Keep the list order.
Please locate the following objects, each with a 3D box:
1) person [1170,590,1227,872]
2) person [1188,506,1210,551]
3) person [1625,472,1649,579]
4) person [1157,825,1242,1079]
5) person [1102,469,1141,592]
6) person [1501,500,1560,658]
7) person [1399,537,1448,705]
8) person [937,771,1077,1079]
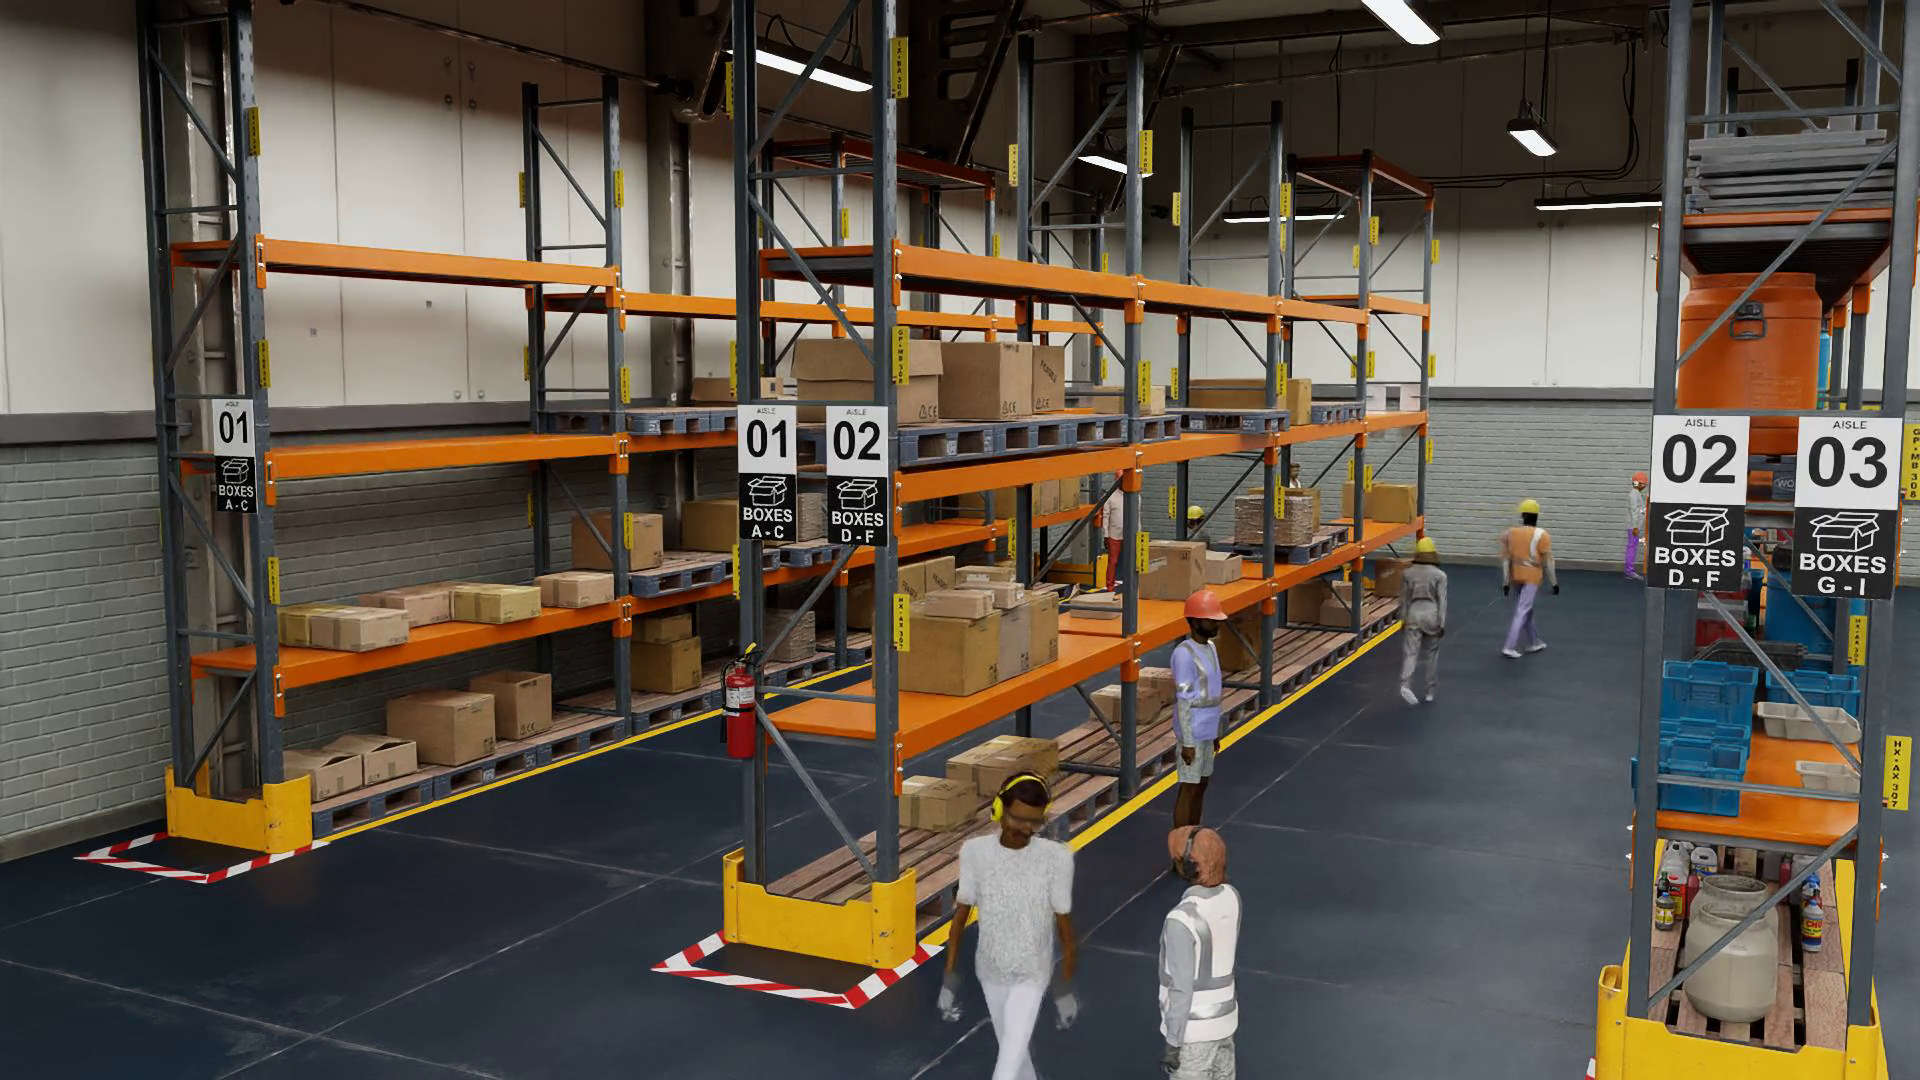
[{"bbox_3d":[1.633,1.303,11.308,0.354,1.939,0.544,3,7,27],"label":"person"},{"bbox_3d":[2.873,0.466,20.274,0.328,1.769,0.526,4,7,36],"label":"person"},{"bbox_3d":[11.071,-0.235,27.200,0.337,1.742,0.561,3,6,23],"label":"person"},{"bbox_3d":[0.947,1.938,6.588,0.307,1.637,0.525,4,7,34],"label":"person"},{"bbox_3d":[2.367,-0.063,24.320,0.612,1.995,0.376,-2,6,-18],"label":"person"},{"bbox_3d":[6.764,0.460,19.821,0.987,1.877,0.607,-4,7,-34],"label":"person"},{"bbox_3d":[4.719,0.829,16.997,0.489,1.713,0.743,3,6,25],"label":"person"},{"bbox_3d":[0.187,1.830,6.870,0.560,1.798,0.993,3,6,25],"label":"person"}]
